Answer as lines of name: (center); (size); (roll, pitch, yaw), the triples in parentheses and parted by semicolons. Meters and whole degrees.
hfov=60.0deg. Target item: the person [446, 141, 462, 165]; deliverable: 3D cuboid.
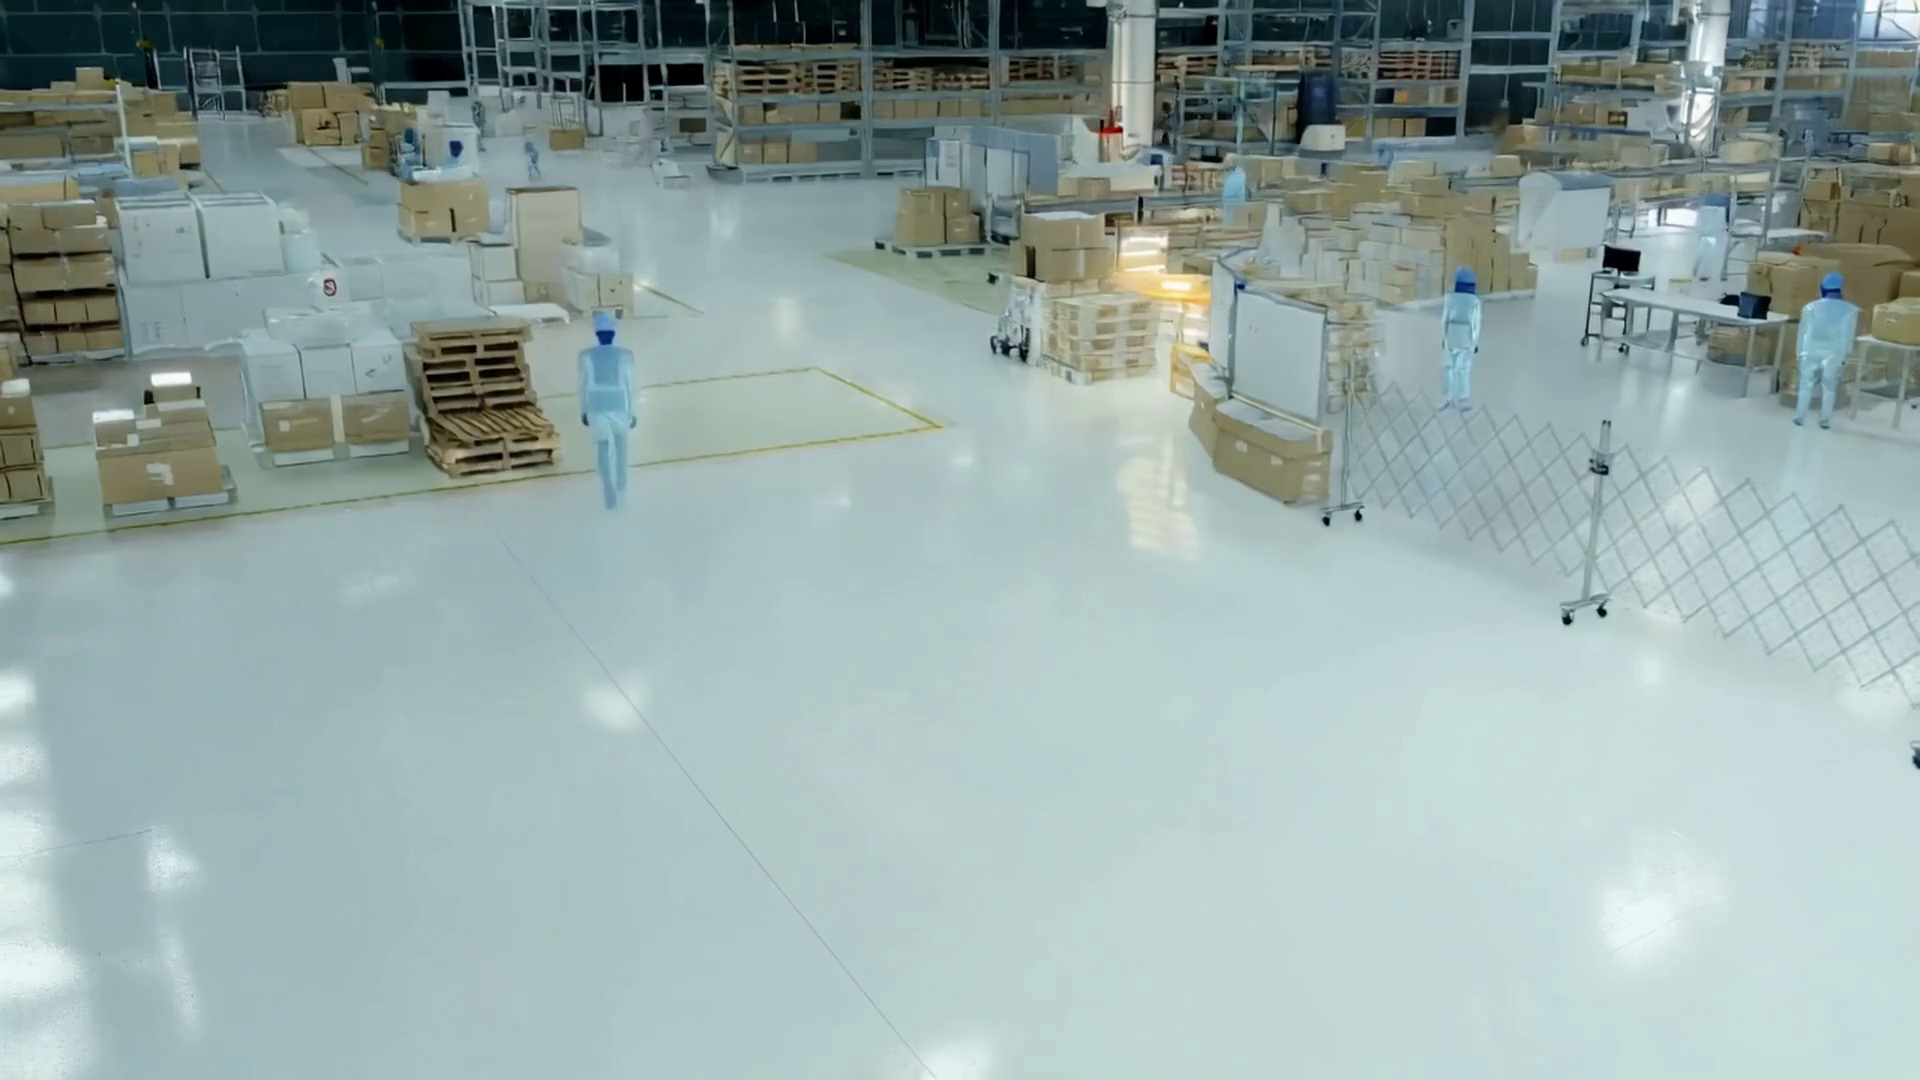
person: (-11.371, -7.942, 37.134); (0.897, 1.929, 0.636); (-9, 20, -27)

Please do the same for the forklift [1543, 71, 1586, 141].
forklift: (18.685, -13.231, 52.085); (1.873, 2.768, 1.129); (-9, 20, -26)

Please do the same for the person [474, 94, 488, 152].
person: (-16.286, -14.161, 56.529); (0.391, 1.929, 0.551); (-1, 18, -2)

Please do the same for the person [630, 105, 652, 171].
person: (-9.504, -12.029, 49.834); (0.745, 1.949, 0.639); (-1, 18, -3)

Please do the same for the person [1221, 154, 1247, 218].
person: (5.641, -6.998, 34.240); (0.619, 1.892, 0.660); (-7, 19, -21)

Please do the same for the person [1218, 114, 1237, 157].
person: (7.175, -10.430, 44.759); (0.964, 2.001, 0.634); (-5, 19, -16)

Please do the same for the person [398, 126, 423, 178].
person: (-13.686, -9.346, 41.522); (0.593, 1.920, 0.391); (-9, 20, -26)

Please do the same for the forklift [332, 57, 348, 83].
forklift: (-24.780, -17.944, 66.775); (1.873, 2.768, 1.129); (-9, 20, -26)

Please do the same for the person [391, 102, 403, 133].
person: (-19.024, -13.976, 56.311); (0.315, 1.696, 0.541); (11, 21, 32)

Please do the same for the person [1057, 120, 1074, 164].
person: (2.966, -11.072, 47.290); (0.539, 1.683, 0.369); (12, 21, 34)

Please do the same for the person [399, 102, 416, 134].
person: (-17.302, -12.796, 52.309); (0.994, 1.892, 0.656); (12, 21, 33)

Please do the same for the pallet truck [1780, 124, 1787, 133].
pallet truck: (25.206, -12.542, 52.601); (1.601, 1.201, 0.680); (0, 18, -2)

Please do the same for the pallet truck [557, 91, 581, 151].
pallet truck: (-13.495, -14.412, 57.188); (0.823, 1.965, 1.885); (-3, 18, -9)

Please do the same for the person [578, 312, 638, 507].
person: (-3.512, -1.332, 16.595); (0.561, 1.884, 0.980); (-3, 18, -10)

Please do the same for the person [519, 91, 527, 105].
person: (-16.895, -16.657, 64.819); (0.835, 1.593, 0.536); (-12, 21, -32)

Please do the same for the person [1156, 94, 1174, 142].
person: (6.990, -14.351, 57.155); (0.547, 1.907, 0.842); (-12, 22, -34)

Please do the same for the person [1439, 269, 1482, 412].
person: (6.095, -2.430, 20.244); (0.493, 1.743, 0.295); (13, 22, 35)

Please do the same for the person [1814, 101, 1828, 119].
person: (28.552, -13.712, 55.388); (0.609, 1.764, 0.939); (-8, 19, -24)

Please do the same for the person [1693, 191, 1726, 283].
person: (13.427, -5.419, 29.757); (0.347, 1.622, 0.507); (-12, 21, -33)

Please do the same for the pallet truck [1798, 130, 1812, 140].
pallet truck: (25.526, -11.556, 49.408); (1.630, 1.274, 0.653); (-9, 20, -26)

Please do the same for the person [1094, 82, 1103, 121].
person: (5.979, -18.999, 71.757); (0.559, 1.829, 0.591); (-6, 19, -17)

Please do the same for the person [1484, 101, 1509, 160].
person: (17.387, -13.136, 53.434); (0.985, 1.867, 0.636); (-6, 19, -17)

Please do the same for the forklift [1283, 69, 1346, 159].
forklift: (11.615, -13.871, 54.079); (1.129, 2.768, 1.873); (-9, 20, -27)

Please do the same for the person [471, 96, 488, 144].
person: (-17.371, -15.187, 60.130); (0.525, 1.670, 0.805); (-12, 21, -32)

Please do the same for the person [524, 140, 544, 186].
person: (-10.606, -9.147, 41.433); (0.879, 1.586, 0.524); (13, 22, 34)

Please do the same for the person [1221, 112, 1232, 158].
person: (8.034, -11.924, 49.831); (0.528, 1.750, 0.524); (6, 19, 19)

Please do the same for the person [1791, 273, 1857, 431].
person: (10.043, -2.184, 19.352); (0.595, 1.824, 0.404); (6, 19, 18)
